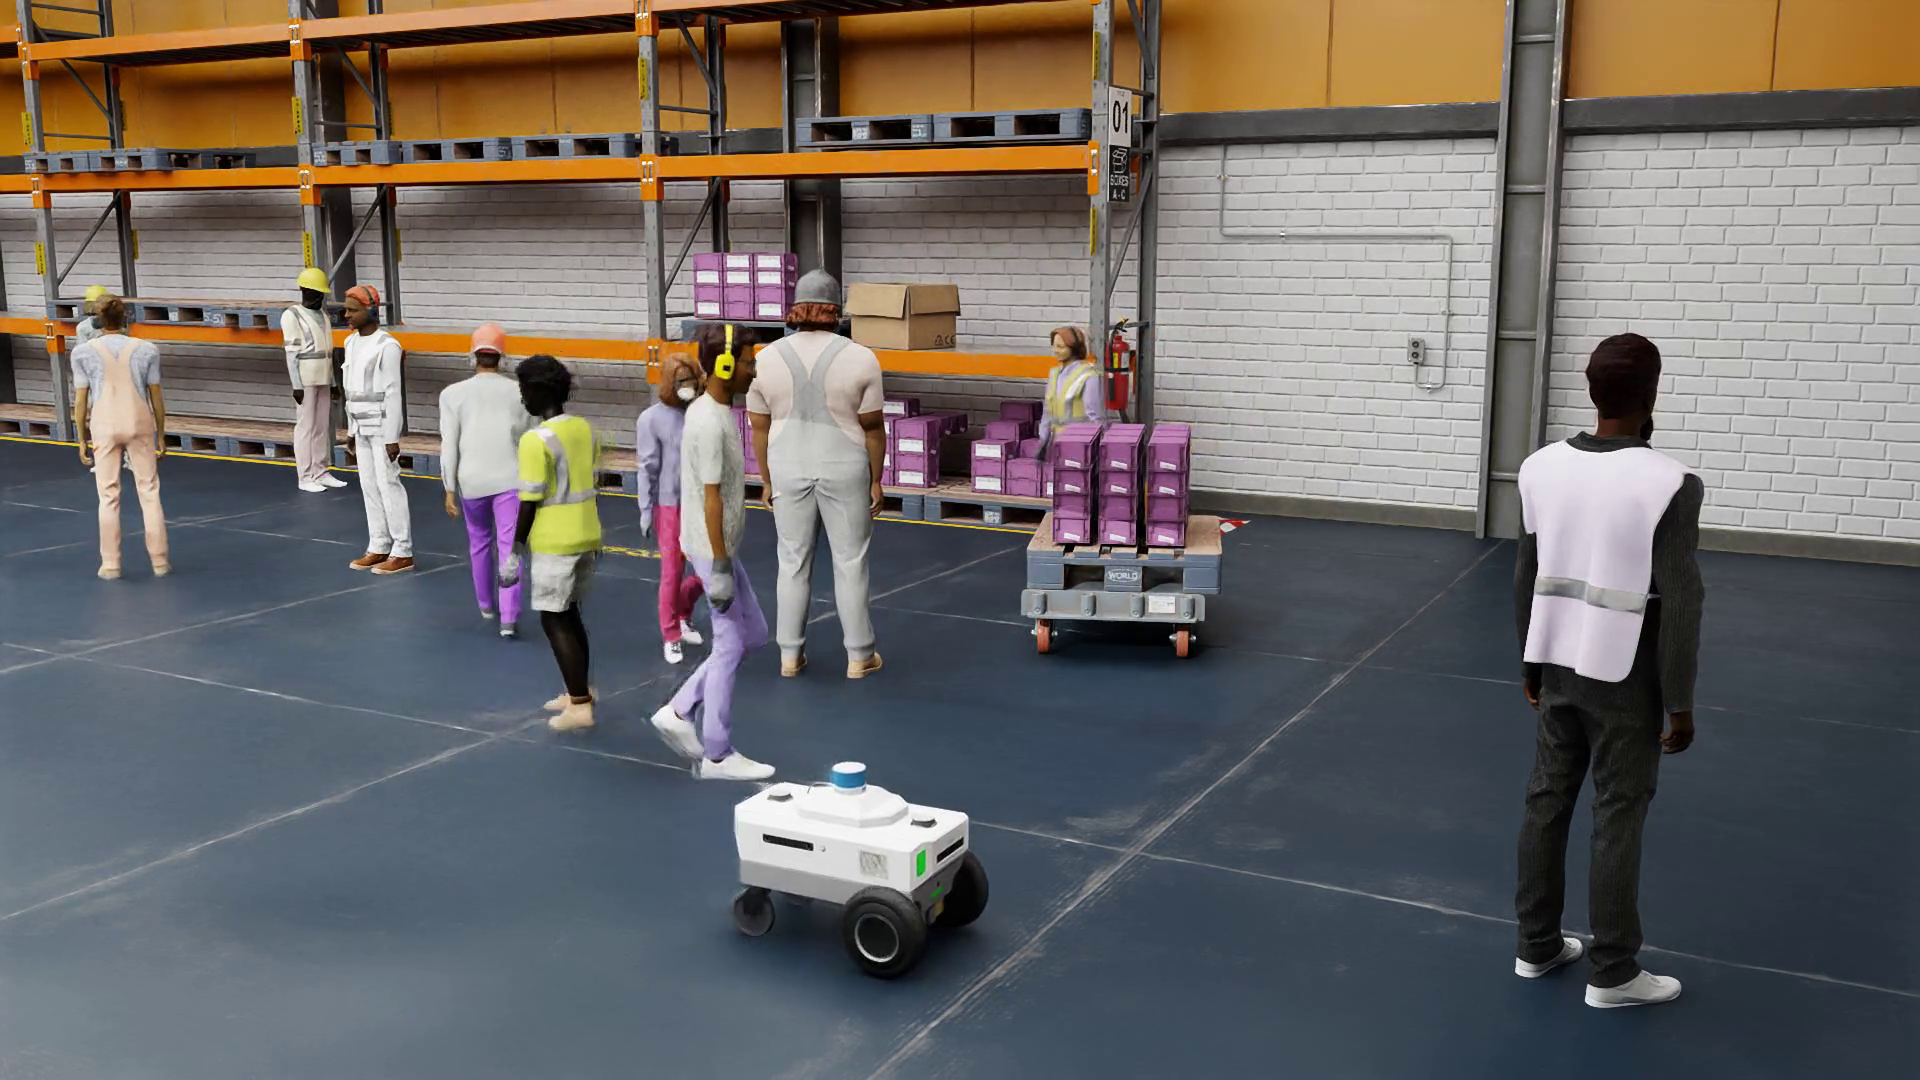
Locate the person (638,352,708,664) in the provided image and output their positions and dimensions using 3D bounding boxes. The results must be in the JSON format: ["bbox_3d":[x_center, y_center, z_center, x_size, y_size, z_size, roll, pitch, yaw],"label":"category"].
[{"bbox_3d":[-1.448,-0.177,8.631,0.530,1.611,0.440,-8,13,-37],"label":"person"}]

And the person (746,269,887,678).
[{"bbox_3d":[-0.685,-0.330,8.280,0.682,2.000,0.538,1,10,8],"label":"person"}]

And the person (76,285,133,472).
[{"bbox_3d":[-7.967,-1.501,15.519,0.308,1.742,0.491,8,13,36],"label":"person"}]

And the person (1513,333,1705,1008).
[{"bbox_3d":[1.827,0.375,4.747,0.392,1.922,0.591,-6,12,-31],"label":"person"}]

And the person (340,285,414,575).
[{"bbox_3d":[-3.812,-0.712,10.843,0.569,1.878,0.351,10,14,43],"label":"person"}]

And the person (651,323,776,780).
[{"bbox_3d":[-0.960,0.061,6.661,0.438,1.846,0.558,-1,10,-8],"label":"person"}]

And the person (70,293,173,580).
[{"bbox_3d":[-5.381,-0.658,10.683,0.513,1.832,0.381,-5,12,-28],"label":"person"}]

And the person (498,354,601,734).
[{"bbox_3d":[-1.788,0.024,7.384,0.473,1.674,0.576,3,11,14],"label":"person"}]

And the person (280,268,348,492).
[{"bbox_3d":[-5.572,-1.381,14.371,0.378,1.922,0.585,2,11,12],"label":"person"}]

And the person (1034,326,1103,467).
[{"bbox_3d":[0.718,-0.564,10.719,0.509,1.623,0.509,-5,11,-24],"label":"person"}]

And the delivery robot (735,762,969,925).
[{"bbox_3d":[-0.342,0.934,5.168,0.707,0.478,0.477,5,12,26],"label":"delivery robot"}]

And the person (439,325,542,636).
[{"bbox_3d":[-2.597,-0.341,9.284,0.572,1.695,0.917,-3,11,-18],"label":"person"}]
